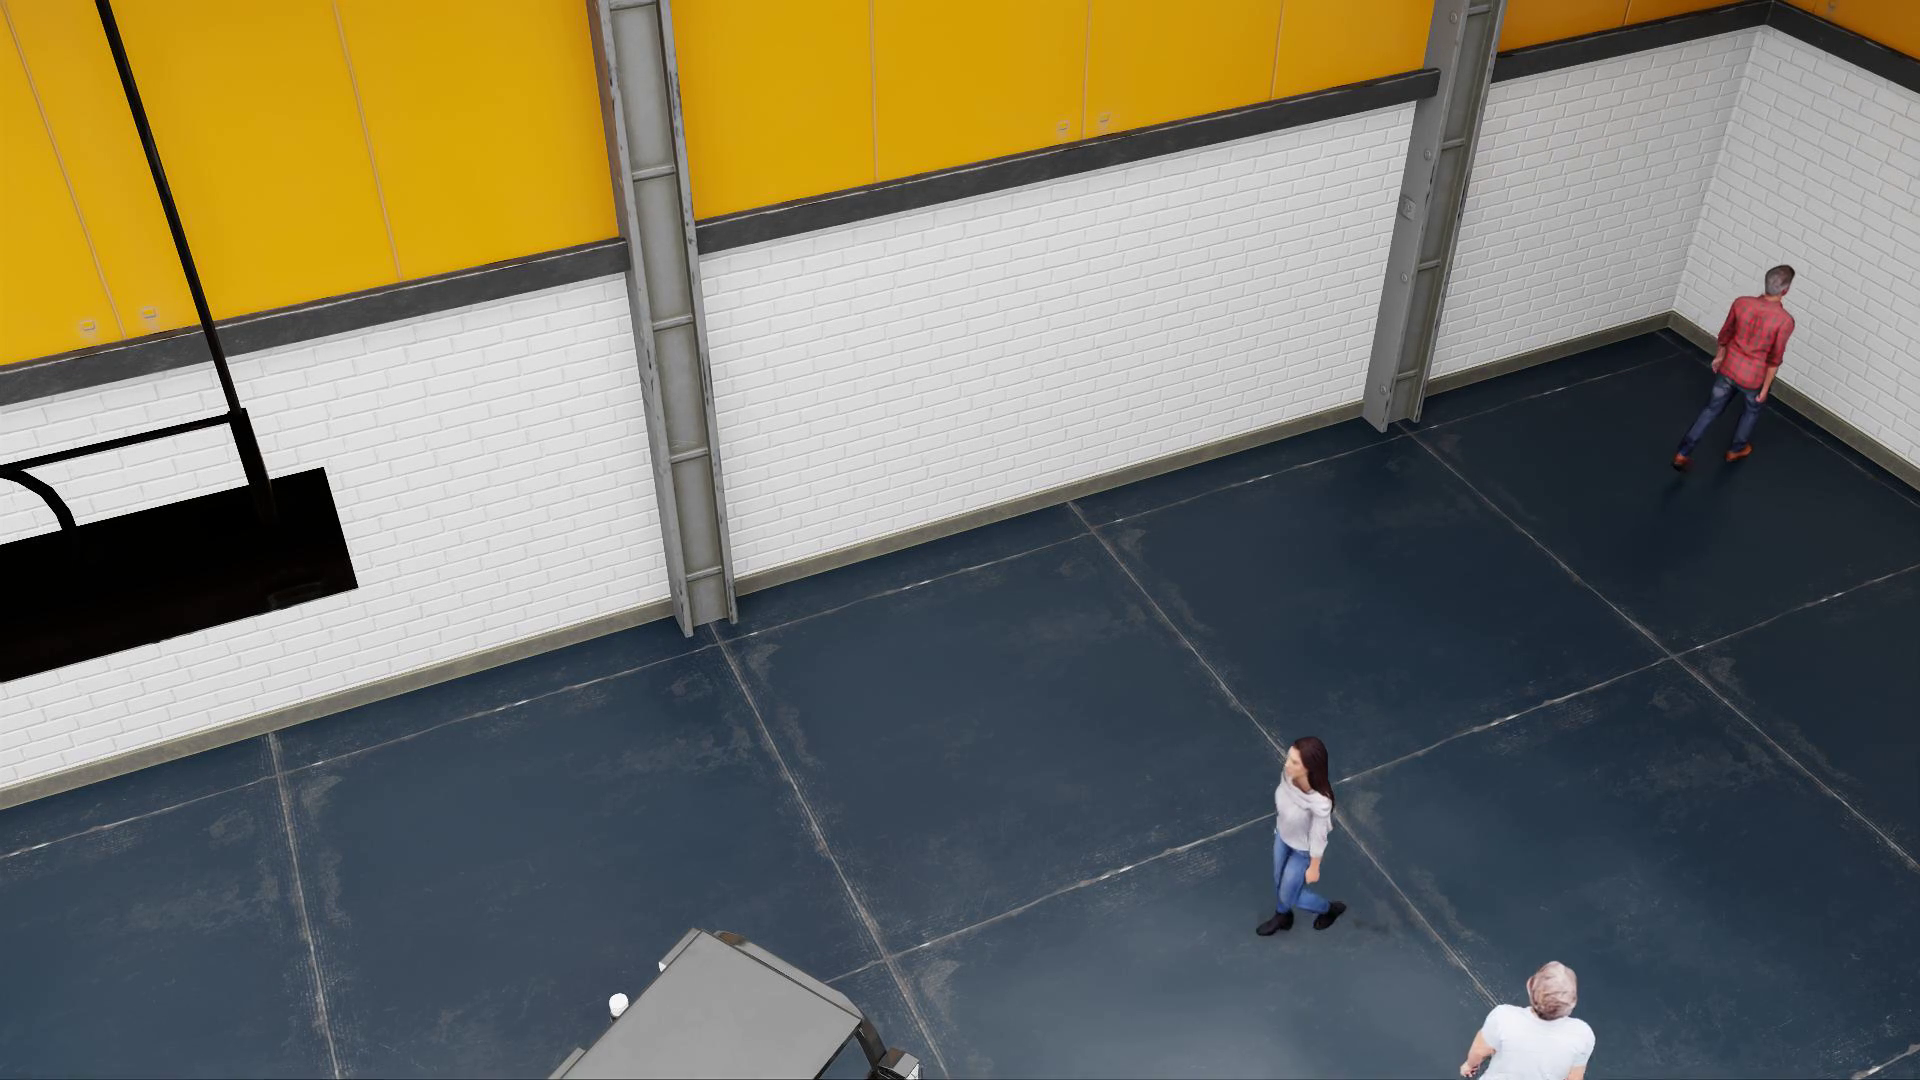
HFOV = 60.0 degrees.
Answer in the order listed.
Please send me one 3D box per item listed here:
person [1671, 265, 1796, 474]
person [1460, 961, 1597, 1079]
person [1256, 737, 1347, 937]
[{"bbox_3d":[5.987,-1.267,12.809,1.219,1.796,0.857,-26,46,-29],"label":"person"},{"bbox_3d":[2.619,2.700,7.825,0.946,1.816,0.989,8,39,10],"label":"person"},{"bbox_3d":[1.966,1.676,9.267,0.793,1.618,0.692,-9,40,-11],"label":"person"}]
